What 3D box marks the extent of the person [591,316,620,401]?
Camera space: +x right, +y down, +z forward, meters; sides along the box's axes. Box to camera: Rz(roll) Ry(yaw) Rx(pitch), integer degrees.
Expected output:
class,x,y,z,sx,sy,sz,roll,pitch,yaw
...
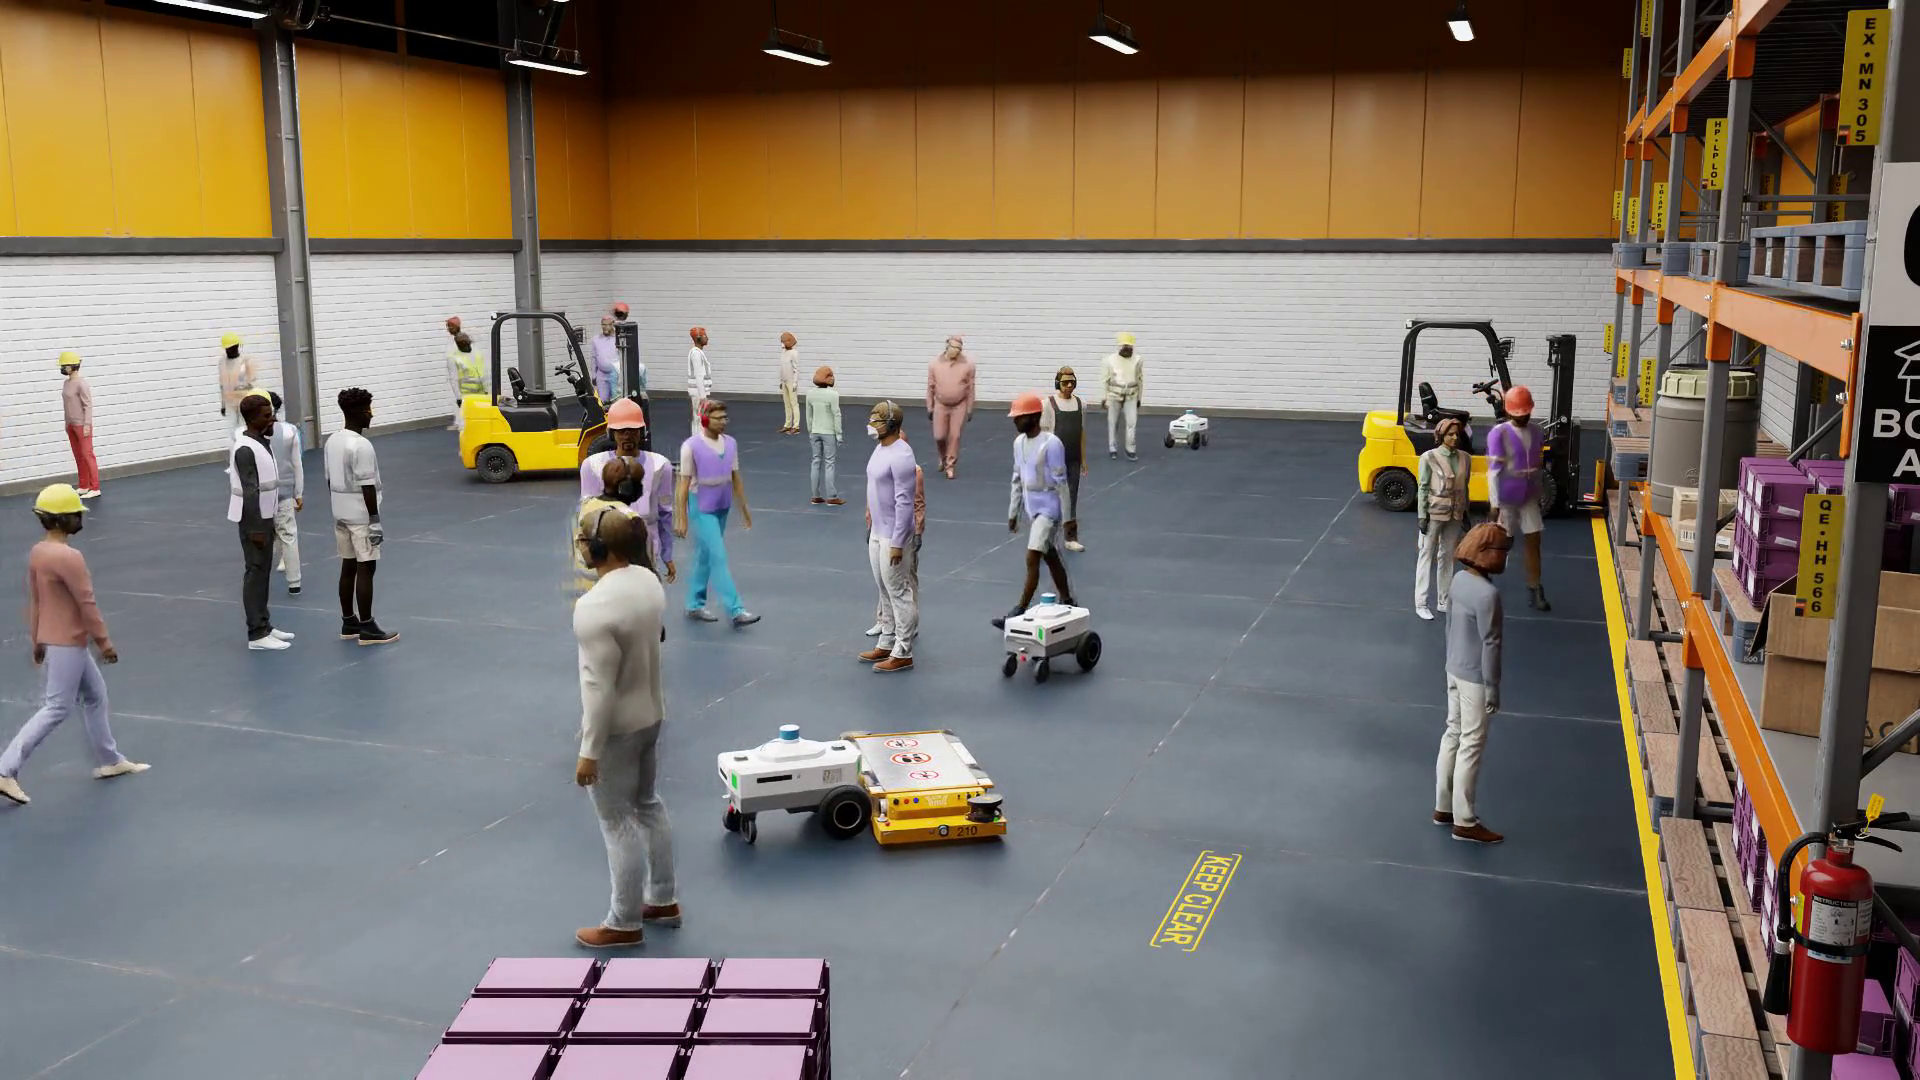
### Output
class,x,y,z,sx,sy,sz,roll,pitch,yaw
person,-5.620,-2.643,26.689,0.652,1.904,0.403,2,10,10

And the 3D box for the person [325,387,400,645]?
class,x,y,z,sx,sy,sz,roll,pitch,yaw
person,-4.585,-0.187,12.682,0.618,1.964,0.361,10,14,43

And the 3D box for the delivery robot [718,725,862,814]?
class,x,y,z,sx,sy,sz,roll,pitch,yaw
delivery robot,-0.879,1.199,8.584,0.707,0.478,0.477,-4,11,-20

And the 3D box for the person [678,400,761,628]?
class,x,y,z,sx,sy,sz,roll,pitch,yaw
person,-1.871,-0.201,13.193,0.908,1.803,0.598,6,12,31

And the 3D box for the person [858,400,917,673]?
class,x,y,z,sx,sy,sz,roll,pitch,yaw
person,-0.505,-0.027,11.860,0.372,1.940,0.632,-4,11,-20

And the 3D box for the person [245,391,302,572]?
class,x,y,z,sx,sy,sz,roll,pitch,yaw
person,-6.408,-0.551,15.491,0.574,1.691,0.362,0,10,1

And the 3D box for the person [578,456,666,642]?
class,x,y,z,sx,sy,sz,roll,pitch,yaw
person,-1.936,0.417,9.707,0.575,1.821,0.635,-6,12,-32

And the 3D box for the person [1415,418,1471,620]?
class,x,y,z,sx,sy,sz,roll,pitch,yaw
person,3.930,-0.175,13.532,0.513,1.641,0.309,-5,11,-24

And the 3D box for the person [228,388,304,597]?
class,x,y,z,sx,sy,sz,roll,pitch,yaw
person,-5.923,-0.388,14.223,0.588,1.822,0.403,-6,12,-32

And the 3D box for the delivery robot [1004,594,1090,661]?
class,x,y,z,sx,sy,sz,roll,pitch,yaw
delivery robot,0.620,0.625,11.797,0.477,0.478,0.707,7,11,34

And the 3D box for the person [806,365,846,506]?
class,x,y,z,sx,sy,sz,roll,pitch,yaw
person,-1.576,-1.219,19.421,0.498,1.636,0.281,7,12,35

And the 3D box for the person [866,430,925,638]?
class,x,y,z,sx,sy,sz,roll,pitch,yaw
person,-0.498,-0.046,12.815,0.520,1.636,0.312,6,12,32

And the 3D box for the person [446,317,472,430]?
class,x,y,z,sx,sy,sz,roll,pitch,yaw
person,-8.051,-2.704,27.161,0.805,1.865,0.545,8,13,39

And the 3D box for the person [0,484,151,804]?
class,x,y,z,sx,sy,sz,roll,pitch,yaw
person,-4.997,0.557,9.168,0.516,1.737,0.866,10,14,44

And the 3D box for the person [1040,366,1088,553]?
class,x,y,z,sx,sy,sz,roll,pitch,yaw
person,1.029,-0.788,16.410,0.506,1.846,0.345,-5,11,-25

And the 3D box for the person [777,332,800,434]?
class,x,y,z,sx,sy,sz,roll,pitch,yaw
person,-2.755,-2.523,26.773,0.282,1.633,0.499,-7,12,-35

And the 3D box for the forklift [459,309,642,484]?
class,x,y,z,sx,sy,sz,roll,pitch,yaw
forklift,-5.354,-1.902,21.697,2.313,2.155,1.214,-2,10,-13

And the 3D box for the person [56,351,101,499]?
class,x,y,z,sx,sy,sz,roll,pitch,yaw
person,-10.596,-1.375,19.940,0.533,1.767,0.325,8,13,37

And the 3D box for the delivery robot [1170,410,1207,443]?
class,x,y,z,sx,sy,sz,roll,pitch,yaw
delivery robot,3.432,-1.702,24.927,0.477,0.478,0.707,6,12,32

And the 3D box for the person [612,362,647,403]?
class,x,y,z,sx,sy,sz,roll,pitch,yaw
person,-4.813,-2.046,24.216,0.510,1.592,0.876,-3,11,-17

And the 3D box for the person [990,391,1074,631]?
class,x,y,z,sx,sy,sz,roll,pitch,yaw
person,0.562,-0.221,13.088,0.947,1.885,0.553,-6,12,-30

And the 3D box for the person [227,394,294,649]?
class,x,y,z,sx,sy,sz,roll,pitch,yaw
person,-5.296,-0.139,12.545,0.397,1.920,0.587,-2,10,-13

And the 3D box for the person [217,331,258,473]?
class,x,y,z,sx,sy,sz,roll,pitch,yaw
person,-9.628,-1.863,22.329,0.603,1.901,0.675,3,11,16

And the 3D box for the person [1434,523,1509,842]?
class,x,y,z,sx,sy,sz,roll,pitch,yaw
person,2.639,0.718,8.526,0.273,1.631,0.507,-1,10,-5

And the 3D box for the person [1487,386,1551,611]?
class,x,y,z,sx,sy,sz,roll,pitch,yaw
person,4.643,-0.370,13.978,0.615,1.886,0.785,-4,11,-22

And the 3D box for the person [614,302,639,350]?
class,x,y,z,sx,sy,sz,roll,pitch,yaw
person,-5.995,-3.215,29.563,0.631,2.022,0.461,3,10,15

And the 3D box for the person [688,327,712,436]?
class,x,y,z,sx,sy,sz,roll,pitch,yaw
person,-3.657,-2.058,23.451,0.355,1.885,0.576,-2,10,-13

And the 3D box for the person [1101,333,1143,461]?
class,x,y,z,sx,sy,sz,roll,pitch,yaw
person,2.288,-2.001,23.356,0.631,1.795,0.741,-1,10,-7

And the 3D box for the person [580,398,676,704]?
class,x,y,z,sx,sy,sz,roll,pitch,yaw
person,-2.161,0.093,10.886,0.605,2.045,0.383,-4,11,-21

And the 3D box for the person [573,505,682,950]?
class,x,y,z,sx,sy,sz,roll,pitch,yaw
person,-1.460,0.806,7.175,0.357,1.939,0.635,3,10,14

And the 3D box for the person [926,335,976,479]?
class,x,y,z,sx,sy,sz,roll,pitch,yaw
person,-0.118,-1.736,21.640,0.644,1.882,0.521,0,10,1

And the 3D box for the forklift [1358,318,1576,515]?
class,x,y,z,sx,sy,sz,roll,pitch,yaw
forklift,5.787,-1.437,19.079,2.313,2.155,1.214,3,11,19

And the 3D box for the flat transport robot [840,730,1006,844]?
class,x,y,z,sx,sy,sz,roll,pitch,yaw
flat transport robot,-0.238,1.304,9.059,0.652,0.197,1.431,-2,10,-12

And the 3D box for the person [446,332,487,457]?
class,x,y,z,sx,sy,sz,roll,pitch,yaw
person,-7.014,-2.101,23.956,0.433,1.810,0.754,6,12,31
